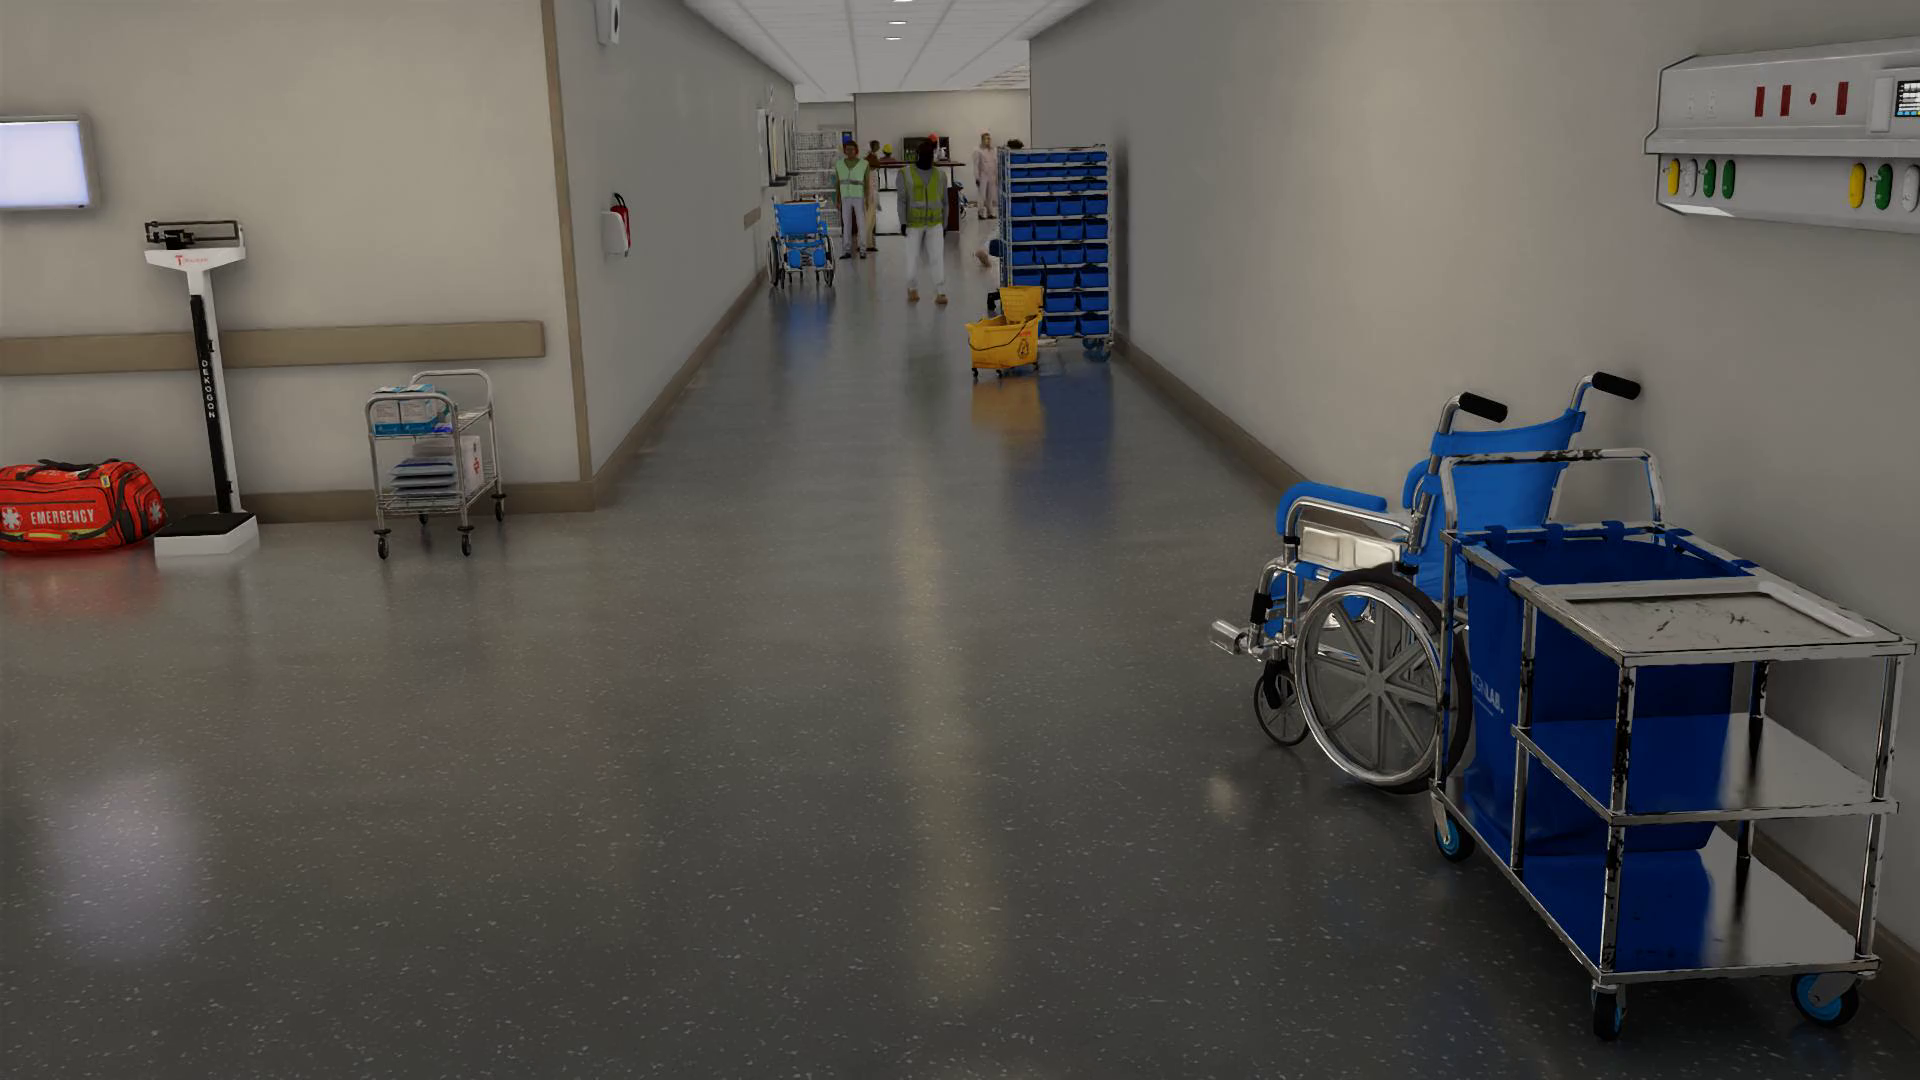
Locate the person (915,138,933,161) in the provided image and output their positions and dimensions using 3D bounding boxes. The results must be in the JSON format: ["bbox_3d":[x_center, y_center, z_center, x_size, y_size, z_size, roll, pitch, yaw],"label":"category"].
[{"bbox_3d":[-0.765,-8.228,37.943,0.432,1.827,0.663,6,16,29],"label":"person"}]

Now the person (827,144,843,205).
[{"bbox_3d":[-3.537,-10.395,47.395,0.591,1.733,0.515,1,14,12],"label":"person"}]

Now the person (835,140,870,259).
[{"bbox_3d":[-1.684,-5.372,26.269,0.567,1.846,0.389,1,14,12],"label":"person"}]

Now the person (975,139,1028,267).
[{"bbox_3d":[0.663,-4.773,23.650,0.914,1.813,0.629,-3,14,-5],"label":"person"}]

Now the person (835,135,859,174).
[{"bbox_3d":[-2.797,-9.067,41.374,0.614,1.943,0.409,-3,14,-4],"label":"person"}]

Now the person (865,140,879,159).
[{"bbox_3d":[-2.127,-8.616,39.686,0.478,1.824,0.559,5,15,26],"label":"person"}]

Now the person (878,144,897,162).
[{"bbox_3d":[-1.651,-8.236,38.276,0.566,1.727,0.371,-12,17,-37],"label":"person"}]

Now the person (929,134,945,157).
[{"bbox_3d":[-0.623,-8.915,40.537,0.549,1.928,0.389,5,15,26],"label":"person"}]

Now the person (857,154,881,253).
[{"bbox_3d":[-1.554,-5.573,27.575,0.486,1.613,0.558,-5,14,-14],"label":"person"}]

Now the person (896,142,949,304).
[{"bbox_3d":[-0.413,-3.612,18.961,0.626,1.814,0.816,-5,14,-13],"label":"person"}]

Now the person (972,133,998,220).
[{"bbox_3d":[0.615,-8.159,37.343,0.682,1.904,0.400,-13,17,-38],"label":"person"}]
